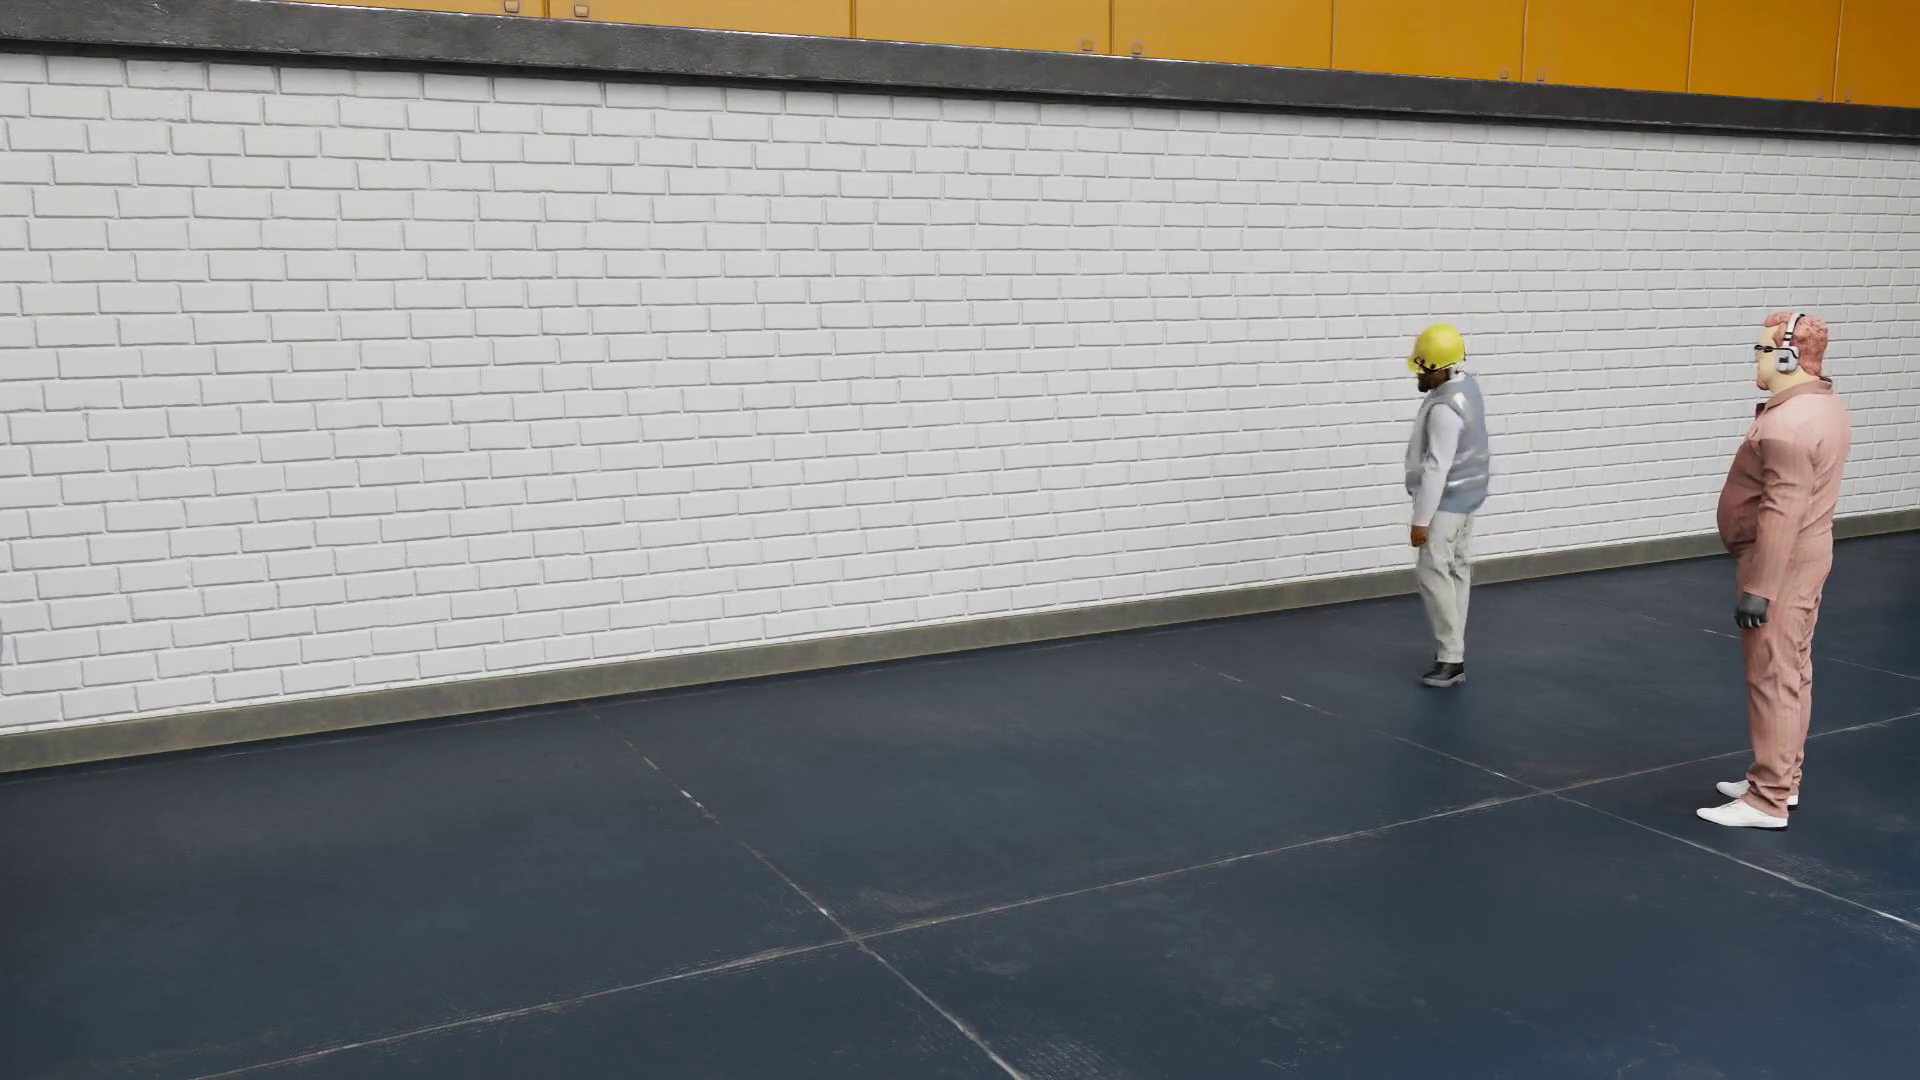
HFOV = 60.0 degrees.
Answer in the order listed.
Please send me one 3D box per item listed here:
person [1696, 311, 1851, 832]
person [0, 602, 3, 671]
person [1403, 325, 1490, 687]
[{"bbox_3d":[3.009,0.116,6.162,0.407,1.908,0.641,7,12,36],"label":"person"},{"bbox_3d":[-3.041,0.395,4.665,0.645,1.872,0.928,-5,11,-28],"label":"person"},{"bbox_3d":[2.418,-0.187,8.301,0.406,1.780,0.677,5,11,28],"label":"person"}]
